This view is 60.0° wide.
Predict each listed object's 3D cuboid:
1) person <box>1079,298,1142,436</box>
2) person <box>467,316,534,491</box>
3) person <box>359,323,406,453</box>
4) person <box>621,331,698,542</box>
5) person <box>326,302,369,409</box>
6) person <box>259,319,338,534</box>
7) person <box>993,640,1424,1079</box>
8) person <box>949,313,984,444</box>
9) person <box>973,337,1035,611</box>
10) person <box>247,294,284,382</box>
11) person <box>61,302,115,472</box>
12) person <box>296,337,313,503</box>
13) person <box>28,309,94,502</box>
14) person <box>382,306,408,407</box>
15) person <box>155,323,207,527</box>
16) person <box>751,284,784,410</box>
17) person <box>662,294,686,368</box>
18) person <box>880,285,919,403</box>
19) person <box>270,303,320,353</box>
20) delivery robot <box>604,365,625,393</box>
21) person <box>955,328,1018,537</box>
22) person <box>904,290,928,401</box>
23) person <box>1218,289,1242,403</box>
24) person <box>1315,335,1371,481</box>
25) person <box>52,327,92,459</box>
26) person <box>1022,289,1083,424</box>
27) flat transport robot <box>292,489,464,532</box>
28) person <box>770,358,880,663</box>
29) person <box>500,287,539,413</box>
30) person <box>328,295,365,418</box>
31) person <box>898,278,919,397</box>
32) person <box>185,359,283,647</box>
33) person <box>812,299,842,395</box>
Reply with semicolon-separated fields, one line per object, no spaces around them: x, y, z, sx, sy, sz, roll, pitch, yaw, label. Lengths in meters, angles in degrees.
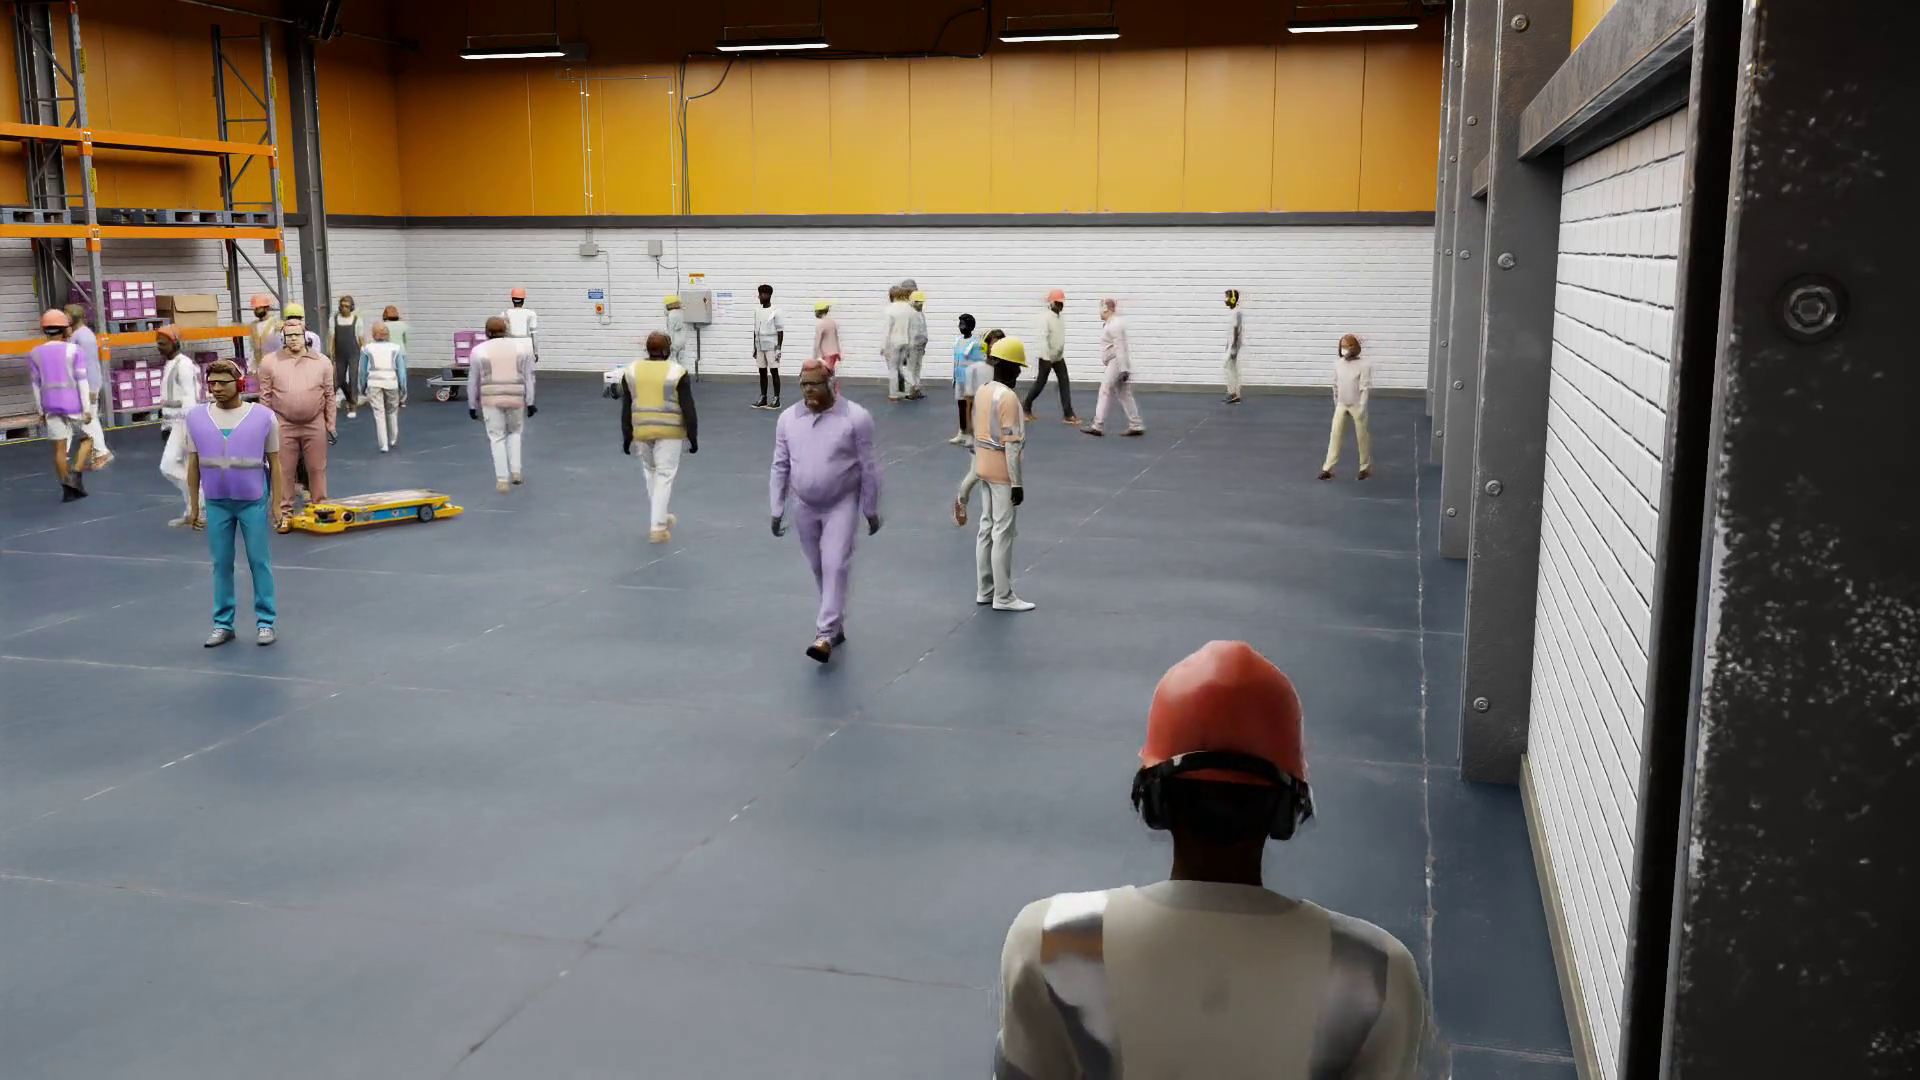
2.030;-2.315;22.382;0.922;1.851;0.680;2;10;11;person
-4.842;-1.437;17.488;0.667;1.822;0.556;-5;11;-27;person
-7.230;-1.915;20.824;0.541;1.591;0.831;-4;11;-21;person
-2.595;-0.925;14.630;0.649;1.810;0.882;3;10;15;person
-9.761;-2.994;26.482;0.653;1.777;0.977;4;11;19;person
-5.896;-1.013;14.862;0.639;1.910;0.407;-5;11;-26;person
0.355;1.132;2.533;0.607;1.976;1.081;0;10;2;person
0.088;-2.062;21.401;0.318;1.697;0.534;-8;13;-40;person
0.301;-0.461;11.708;0.379;1.918;0.585;-4;11;-23;person
-9.351;-2.350;22.402;0.567;1.914;0.570;3;11;18;person
-9.897;-1.709;18.765;0.450;1.926;0.646;-6;12;-31;person
-6.553;-1.221;16.692;0.552;1.670;0.627;0;10;1;person
-8.961;-1.340;16.643;0.555;1.925;0.398;-1;10;-5;person
-9.112;-2.947;26.696;0.494;1.591;0.813;-7;12;-35;person
-7.061;-1.020;15.021;0.421;1.865;0.612;-6;12;-31;person
-3.029;-3.033;26.133;0.604;1.966;0.367;7;12;36;person
-4.999;-3.453;29.190;0.387;1.717;0.517;3;11;19;person
-1.000;-3.173;27.051;0.507;1.922;0.640;8;13;39;person
-8.016;-1.917;20.096;0.589;1.881;0.980;-2;10;-12;person
-5.733;-2.719;28.089;0.477;0.478;0.707;-7;12;-34;delivery robot
0.224;-0.979;14.878;0.526;1.842;0.832;-5;11;-24;person
-0.732;-3.218;27.569;0.403;1.827;0.601;5;11;25;person
4.358;-3.133;27.000;0.494;1.856;0.551;2;10;9;person
4.193;-1.412;18.001;0.506;1.590;0.847;10;14;43;person
-10.591;-1.747;19.878;0.513;1.593;0.778;0;10;1;person
1.289;-2.664;24.115;1.014;1.954;0.641;8;13;38;person
-5.400;-0.286;15.377;0.652;0.197;1.431;9;13;40;flat transport robot
-0.886;-0.176;10.258;0.659;1.856;0.966;3;11;19;person
-6.756;-2.914;25.544;0.553;1.935;0.362;-2;10;-13;person
-9.182;-2.757;24.962;0.526;1.831;0.635;-1;10;-6;person
-0.882;-3.432;28.184;0.543;2.000;0.690;3;10;16;person
-4.627;-0.238;10.648;0.572;1.843;0.373;-1;10;-8;person
-2.124;-2.831;25.629;0.770;1.726;0.548;4;11;23;person
